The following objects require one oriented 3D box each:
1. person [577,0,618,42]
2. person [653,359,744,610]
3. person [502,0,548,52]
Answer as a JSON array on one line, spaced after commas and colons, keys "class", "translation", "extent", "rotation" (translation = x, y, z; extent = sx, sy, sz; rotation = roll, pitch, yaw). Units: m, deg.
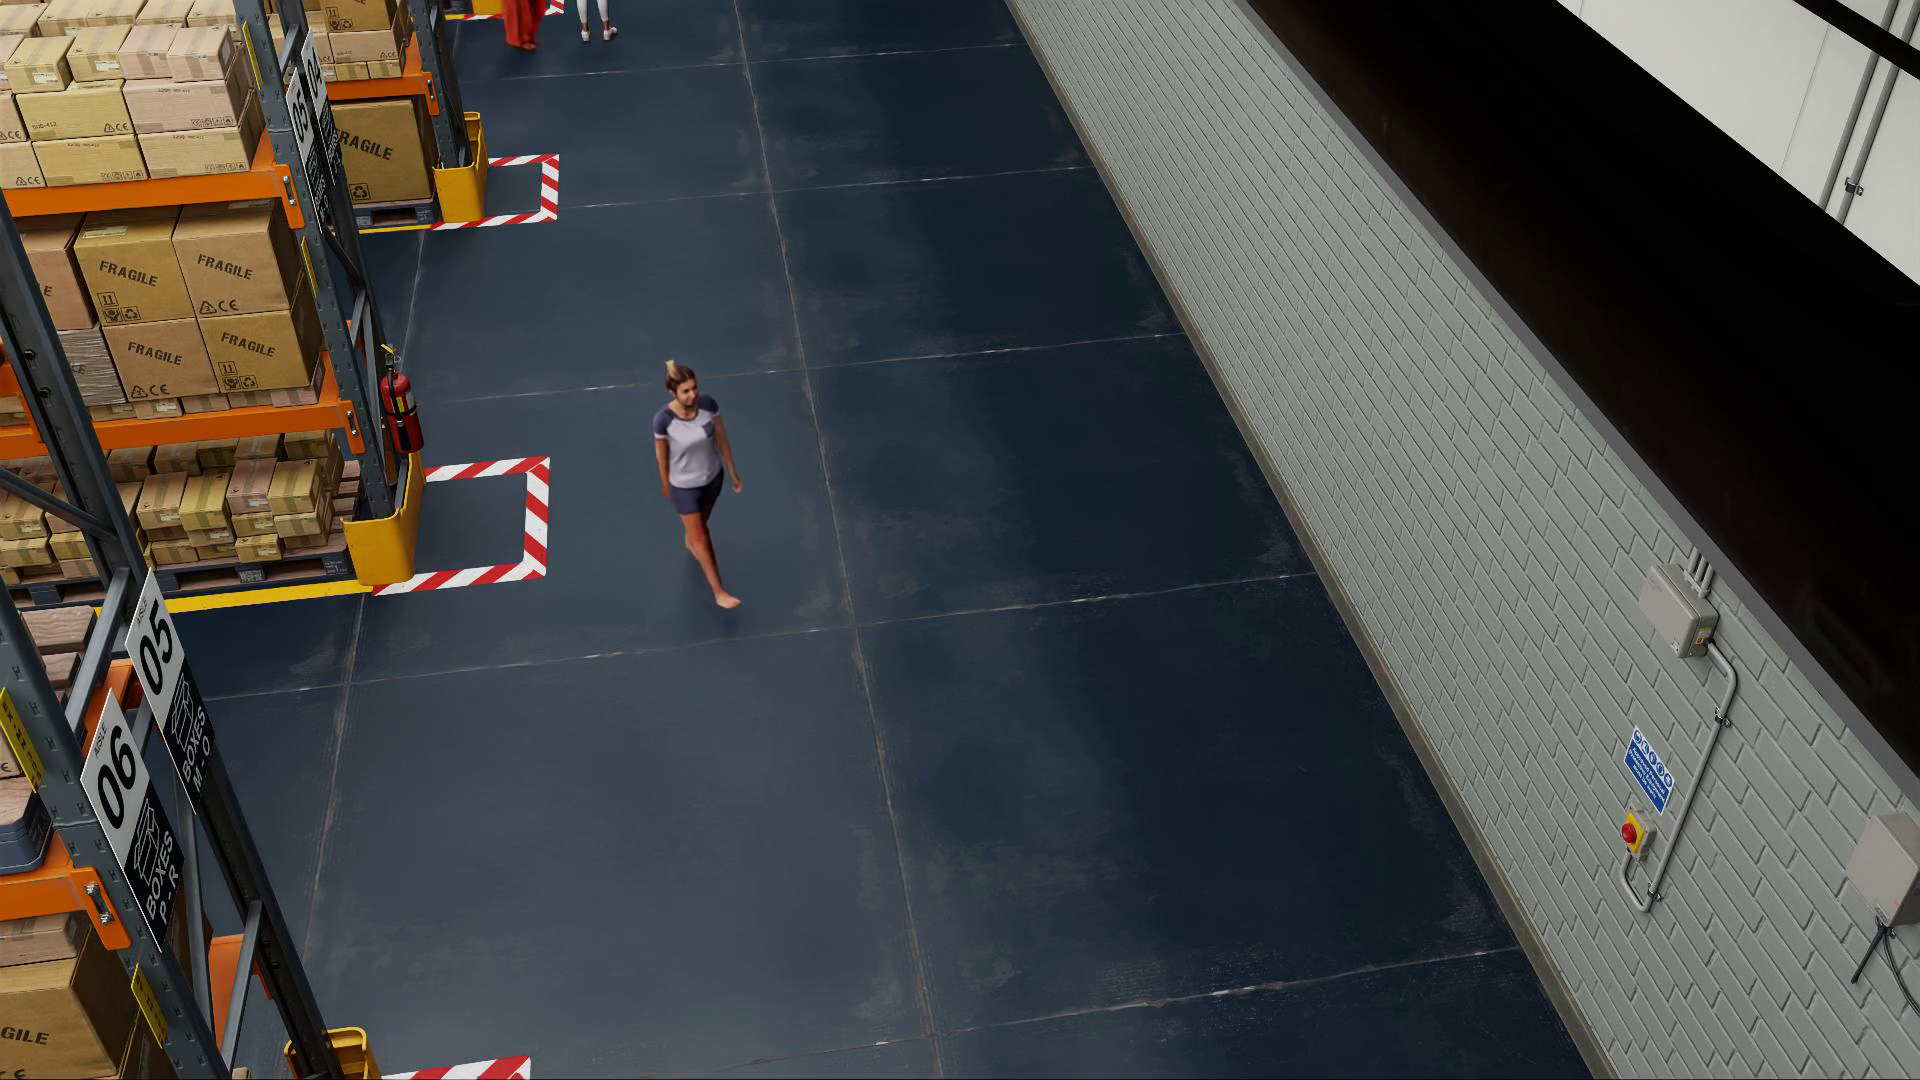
[{"class": "person", "translation": [-3.872, -6.035, 17.207], "extent": [0.491, 1.703, 0.692], "rotation": [-2, 38, -2]}, {"class": "person", "translation": [-1.641, -0.395, 10.103], "extent": [1.044, 1.572, 0.961], "rotation": [-27, 46, -30]}, {"class": "person", "translation": [-4.625, -5.792, 16.837], "extent": [0.925, 1.775, 0.846], "rotation": [9, 39, 11]}]
